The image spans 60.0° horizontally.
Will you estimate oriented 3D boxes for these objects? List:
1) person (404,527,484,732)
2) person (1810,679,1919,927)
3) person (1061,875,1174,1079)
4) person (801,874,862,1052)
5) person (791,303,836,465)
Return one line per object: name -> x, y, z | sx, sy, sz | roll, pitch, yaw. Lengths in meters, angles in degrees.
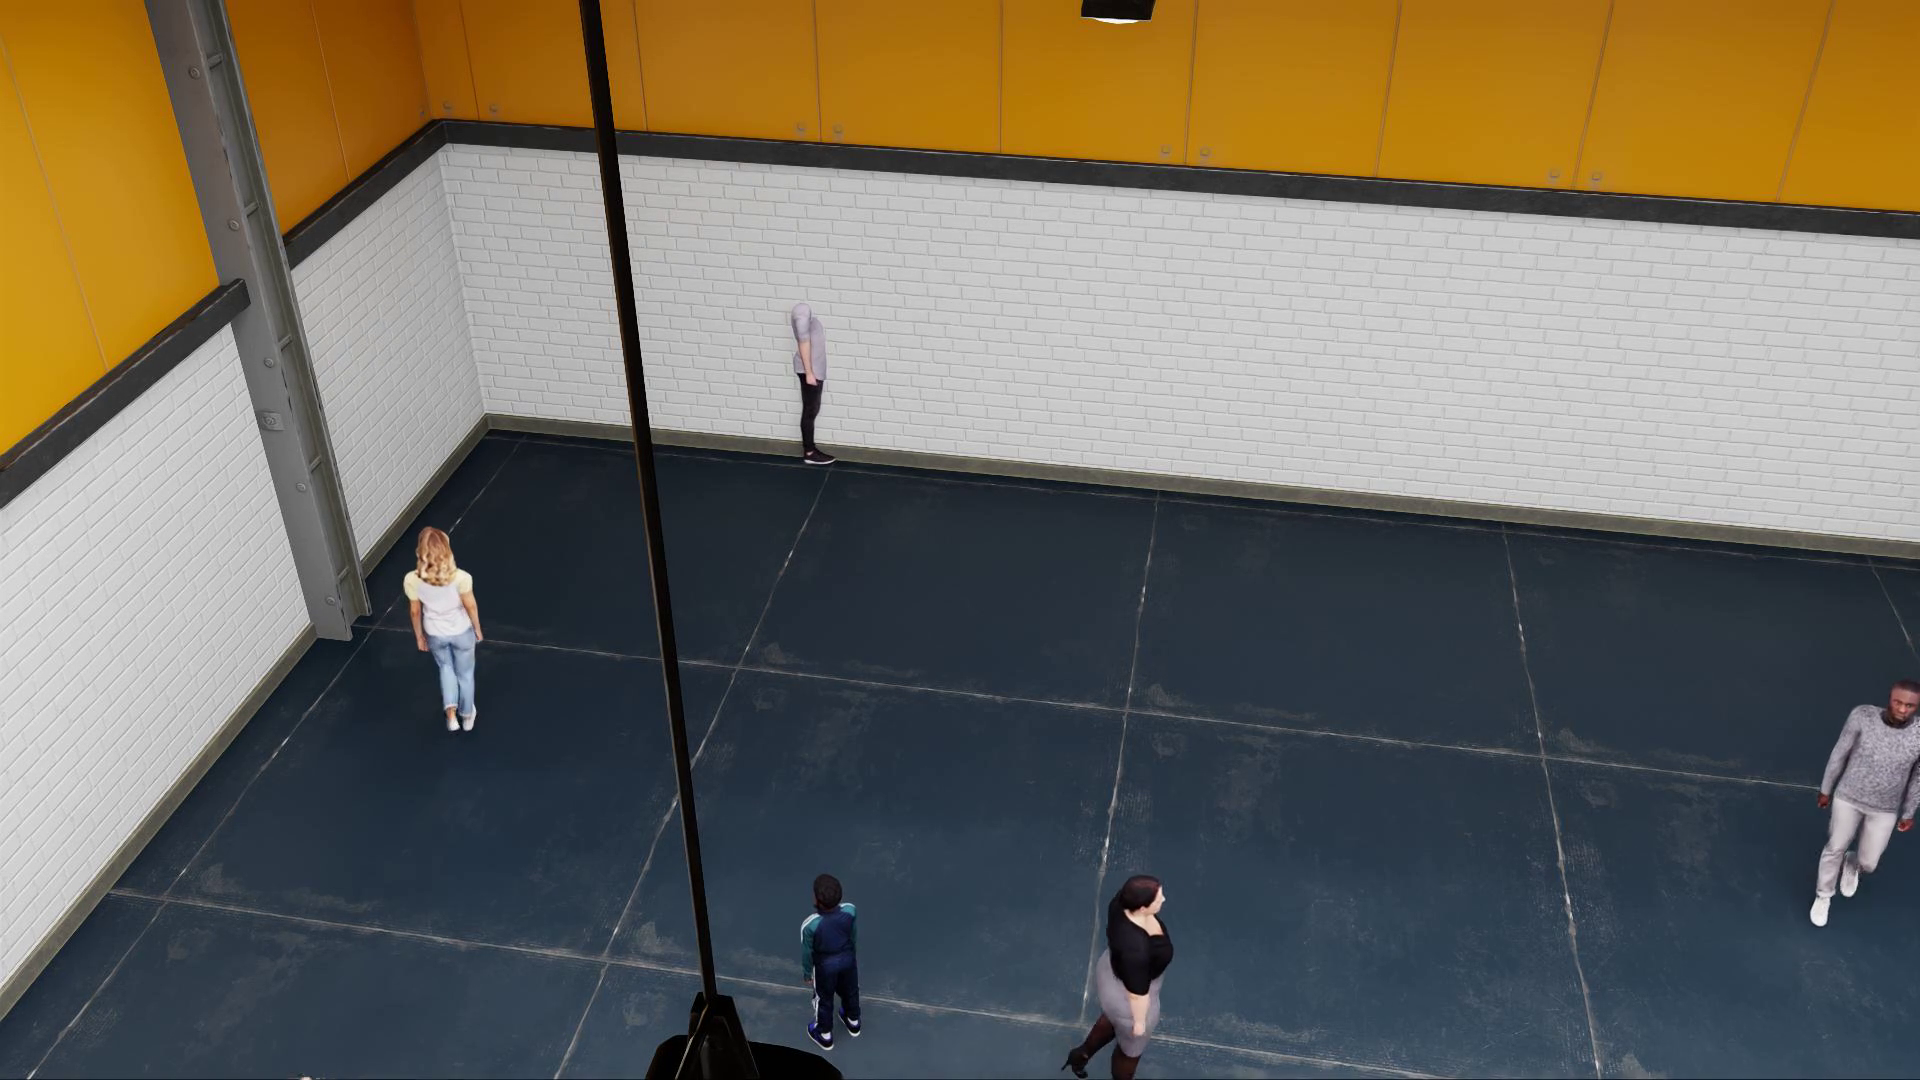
person -> -3.588, 0.706, 11.695 | 0.724, 1.715, 0.786 | -4, 34, -6
person -> 5.636, 1.566, 10.295 | 0.854, 1.833, 0.913 | 19, 38, 26
person -> 0.822, 2.460, 9.028 | 0.840, 1.746, 0.797 | -2, 34, -4
person -> -0.735, 2.410, 9.547 | 0.570, 1.255, 0.622 | -19, 38, -26
person -> -1.352, -1.583, 15.030 | 0.752, 1.835, 0.567 | 1, 34, 2
